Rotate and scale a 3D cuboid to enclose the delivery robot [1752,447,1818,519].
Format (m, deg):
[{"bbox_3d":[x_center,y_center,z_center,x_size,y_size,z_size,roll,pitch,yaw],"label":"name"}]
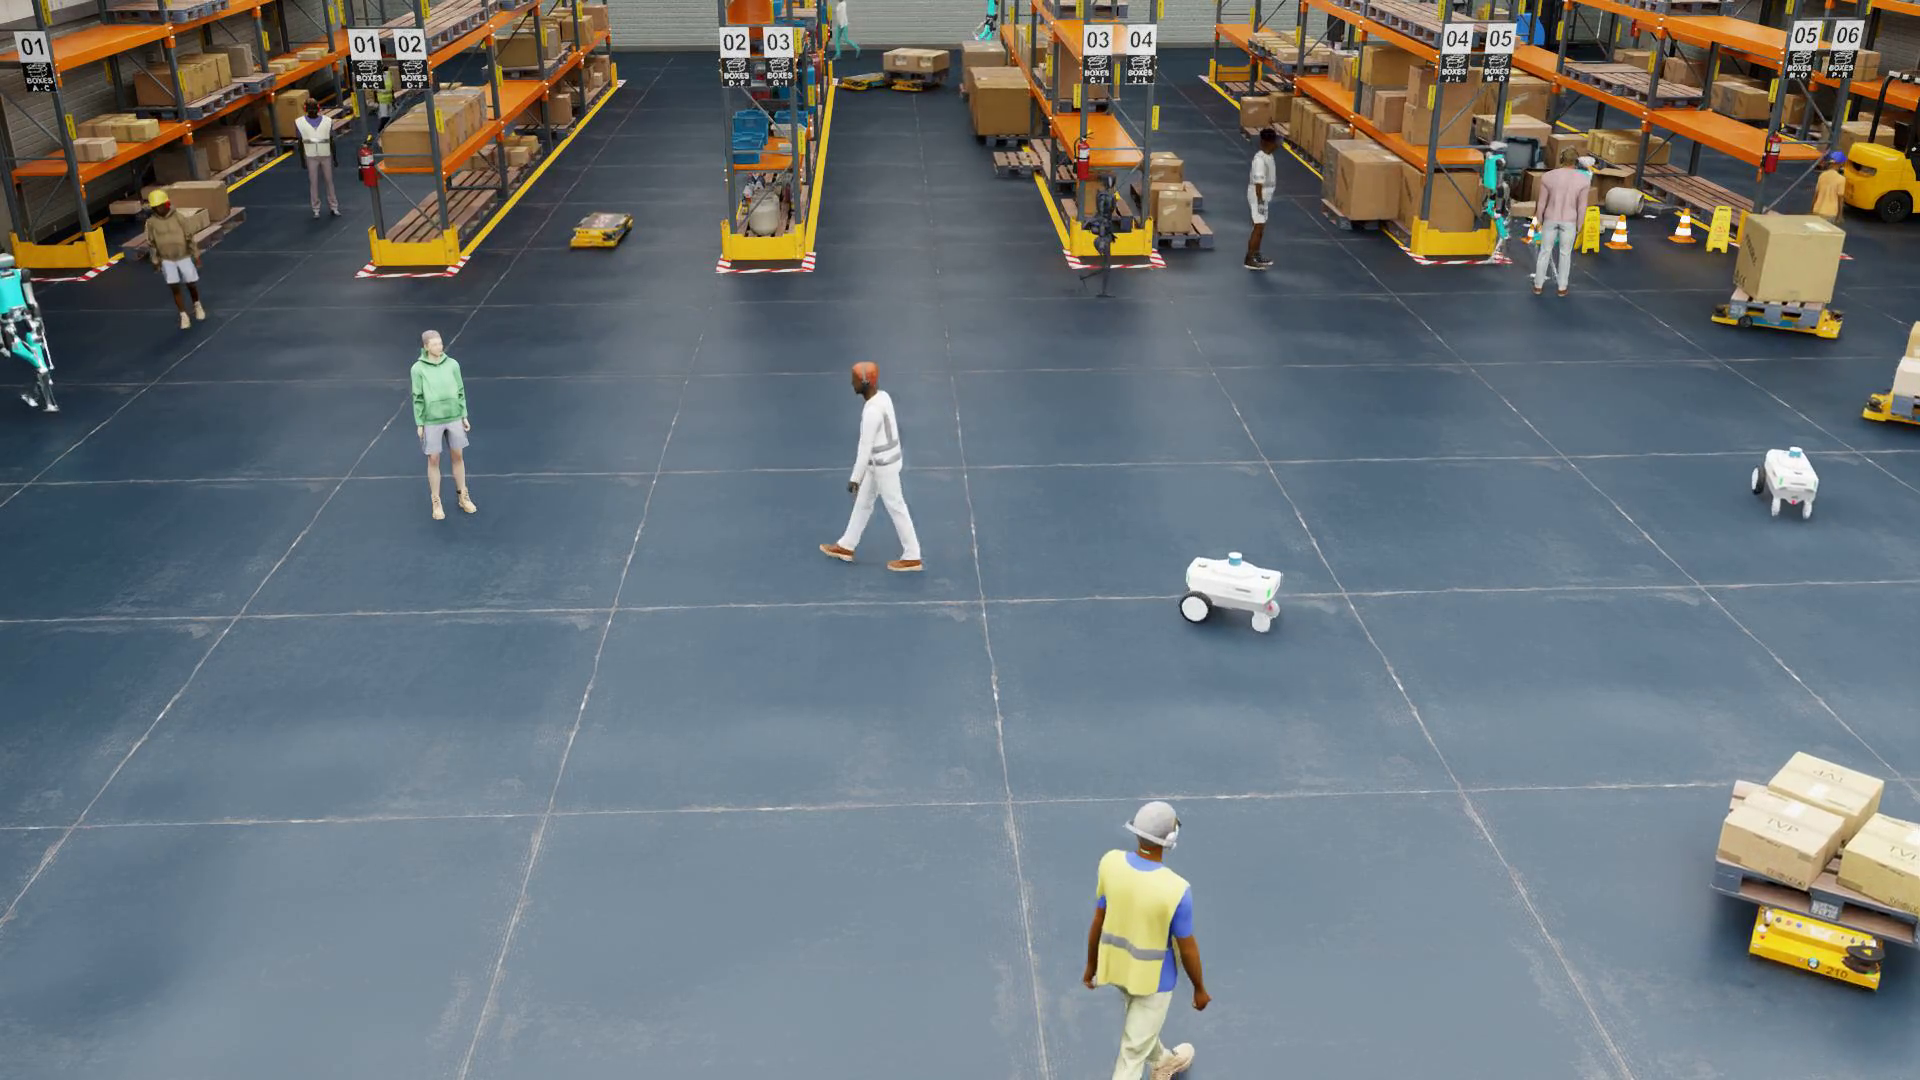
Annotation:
[{"bbox_3d":[7.677,-0.581,15.388,0.499,0.564,0.737,6,25,14],"label":"delivery robot"}]

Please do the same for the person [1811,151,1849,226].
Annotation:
[{"bbox_3d":[11.785,-4.461,22.739,0.676,1.691,0.457,-7,25,-15],"label":"person"}]

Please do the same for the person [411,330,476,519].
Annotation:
[{"bbox_3d":[-4.684,-1.053,15.037,0.472,1.735,0.345,-14,28,-29],"label":"person"}]

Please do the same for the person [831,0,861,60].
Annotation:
[{"bbox_3d":[-2.896,-12.962,41.777,0.702,1.740,0.533,-9,26,-20],"label":"person"}]

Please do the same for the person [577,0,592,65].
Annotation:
[{"bbox_3d":[-9.162,-12.558,40.755,0.483,1.836,0.577,10,26,22],"label":"person"}]

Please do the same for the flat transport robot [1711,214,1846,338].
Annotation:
[{"bbox_3d":[10.182,-2.781,20.721,1.431,0.231,0.659,14,27,28],"label":"flat transport robot"}]

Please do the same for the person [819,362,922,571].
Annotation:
[{"bbox_3d":[-0.759,-0.602,13.903,0.957,1.833,0.579,0,24,1],"label":"person"}]

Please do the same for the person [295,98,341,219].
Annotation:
[{"bbox_3d":[-10.000,-5.958,25.928,0.565,1.841,0.390,-13,27,-27],"label":"person"}]

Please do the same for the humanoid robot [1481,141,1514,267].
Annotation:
[{"bbox_3d":[7.563,-4.587,23.122,0.712,1.911,0.546,-3,24,-8],"label":"humanoid robot"}]

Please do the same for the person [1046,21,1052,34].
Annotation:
[{"bbox_3d":[2.393,-13.027,41.884,0.475,1.781,0.608,2,24,4],"label":"person"}]

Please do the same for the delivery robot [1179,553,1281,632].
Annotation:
[{"bbox_3d":[2.162,0.377,13.242,0.747,0.568,0.499,10,26,22],"label":"delivery robot"}]

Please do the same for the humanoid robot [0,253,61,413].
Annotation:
[{"bbox_3d":[-9.720,-2.088,17.406,1.032,1.753,0.537,15,28,31],"label":"humanoid robot"}]

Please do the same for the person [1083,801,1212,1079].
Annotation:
[{"bbox_3d":[0.885,2.060,7.921,0.569,1.838,1.013,20,31,37],"label":"person"}]

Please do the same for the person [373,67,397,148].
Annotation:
[{"bbox_3d":[-10.765,-8.178,31.099,0.340,1.690,0.549,8,25,17],"label":"person"}]

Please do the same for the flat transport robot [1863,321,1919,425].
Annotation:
[{"bbox_3d":[10.319,-1.320,17.438,1.431,0.231,0.659,15,28,30],"label":"flat transport robot"}]

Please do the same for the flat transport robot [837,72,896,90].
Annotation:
[{"bbox_3d":[-2.082,-10.491,38.046,0.659,0.231,1.431,19,30,36],"label":"flat transport robot"}]

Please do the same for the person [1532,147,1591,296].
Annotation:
[{"bbox_3d":[7.863,-4.166,21.802,0.622,1.931,0.374,10,26,22],"label":"person"}]

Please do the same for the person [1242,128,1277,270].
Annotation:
[{"bbox_3d":[4.195,-4.736,23.081,0.404,1.936,0.653,9,26,20],"label":"person"}]

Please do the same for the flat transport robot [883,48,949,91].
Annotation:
[{"bbox_3d":[-0.974,-10.427,37.901,0.659,0.231,1.431,10,26,21],"label":"flat transport robot"}]

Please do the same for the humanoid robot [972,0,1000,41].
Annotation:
[{"bbox_3d":[0.600,-12.627,41.165,0.746,1.882,0.537,-10,26,-21],"label":"humanoid robot"}]

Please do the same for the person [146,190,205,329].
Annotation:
[{"bbox_3d":[-9.636,-3.459,20.438,0.580,1.736,0.514,-6,25,-13],"label":"person"}]

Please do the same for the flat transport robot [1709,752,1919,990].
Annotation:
[{"bbox_3d":[5.111,2.084,9.790,0.659,0.231,1.431,13,27,27],"label":"flat transport robot"}]

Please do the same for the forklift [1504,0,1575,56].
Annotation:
[{"bbox_3d":[14.700,-13.805,42.301,1.873,2.768,1.129,-1,24,-2],"label":"forklift"}]

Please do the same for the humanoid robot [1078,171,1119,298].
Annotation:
[{"bbox_3d":[1.820,-4.000,21.735,0.501,1.635,0.608,7,25,15],"label":"humanoid robot"}]

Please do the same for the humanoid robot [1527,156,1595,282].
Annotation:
[{"bbox_3d":[7.972,-4.284,22.304,0.829,1.763,0.536,17,29,33],"label":"humanoid robot"}]

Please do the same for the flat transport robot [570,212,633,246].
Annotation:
[{"bbox_3d":[-5.365,-4.659,24.941,0.659,0.231,1.431,0,24,1],"label":"flat transport robot"}]

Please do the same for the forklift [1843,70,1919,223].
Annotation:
[{"bbox_3d":[15.132,-6.143,25.915,2.313,2.155,1.214,-1,24,-2],"label":"forklift"}]

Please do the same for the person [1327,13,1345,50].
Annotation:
[{"bbox_3d":[8.978,-12.104,39.718,0.403,1.854,0.544,-13,27,-27],"label":"person"}]
